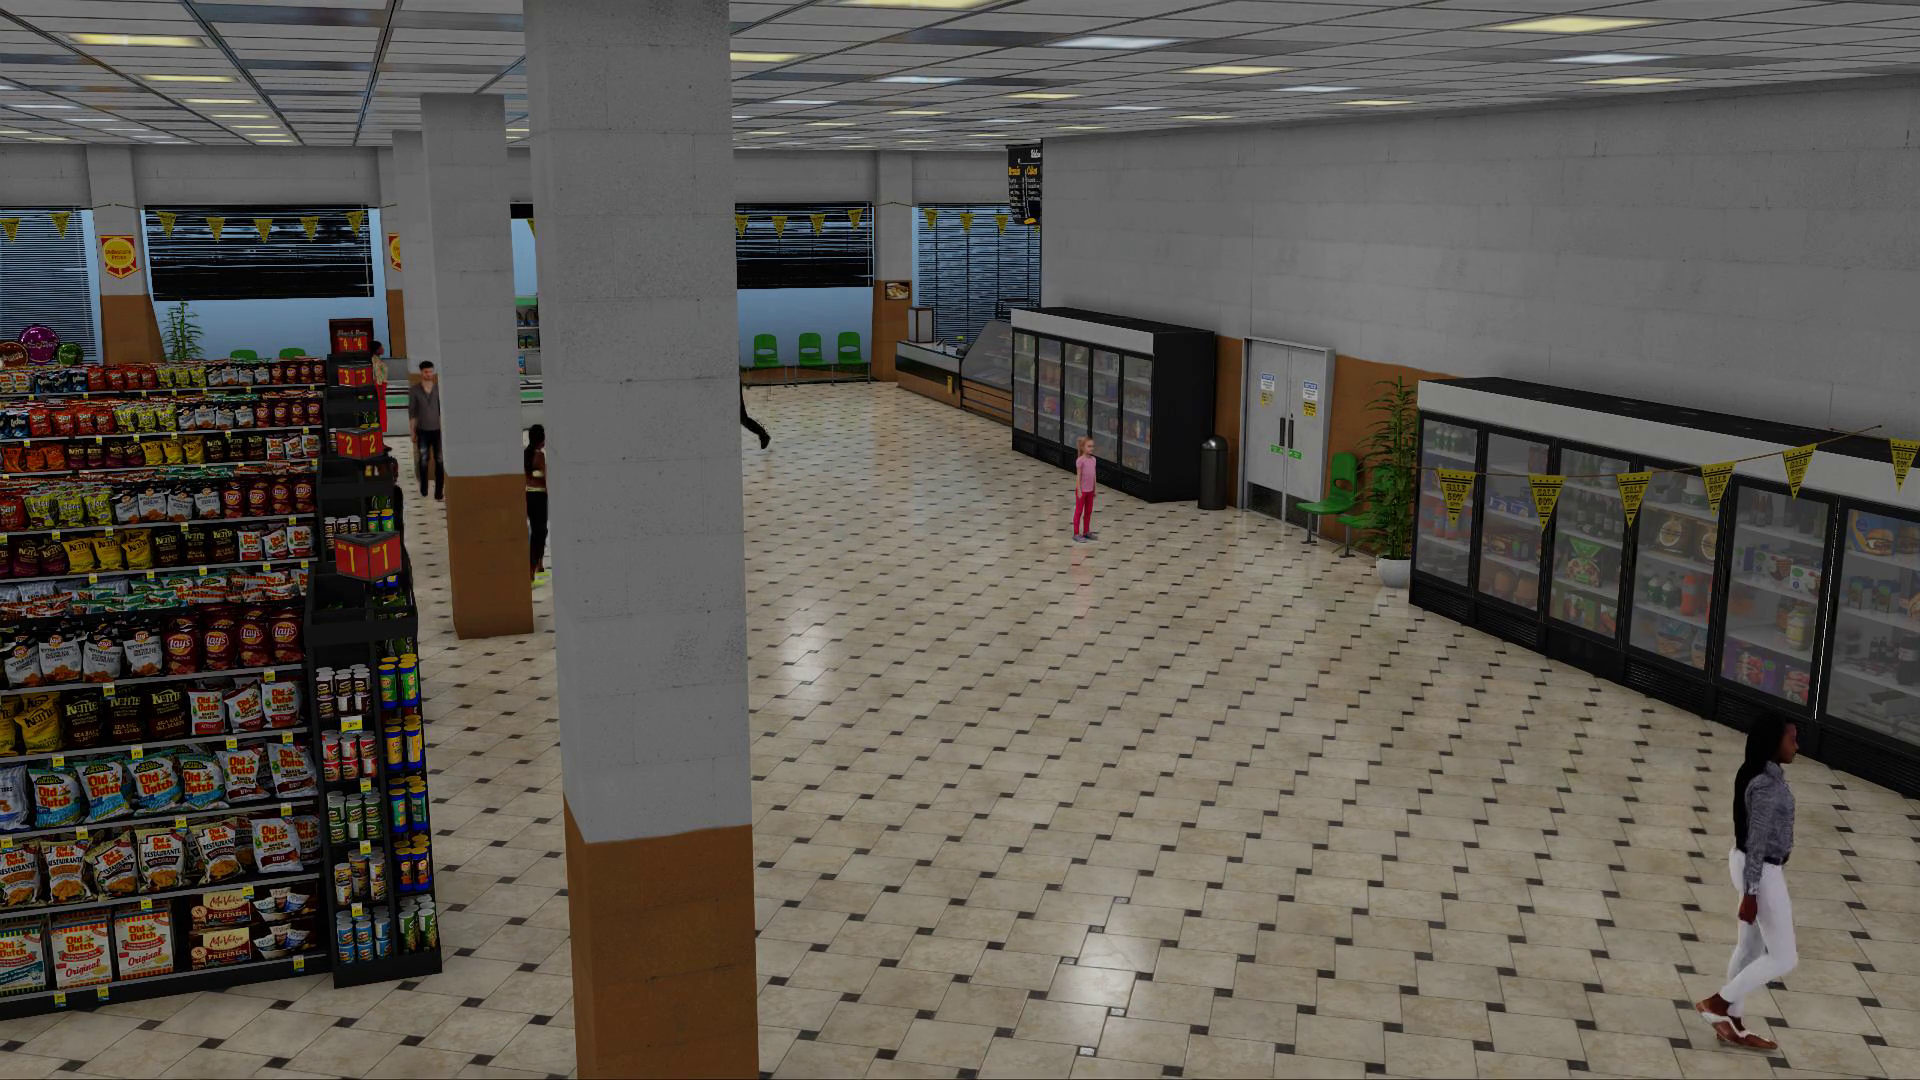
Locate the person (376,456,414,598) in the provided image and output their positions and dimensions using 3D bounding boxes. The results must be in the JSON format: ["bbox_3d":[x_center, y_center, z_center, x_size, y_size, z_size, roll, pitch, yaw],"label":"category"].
[{"bbox_3d":[-5.359,0.111,15.331,0.879,1.791,0.800,9,15,36],"label":"person"}]

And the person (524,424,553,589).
[{"bbox_3d":[-4.556,-0.338,17.594,0.753,1.737,0.820,8,14,33],"label":"person"}]

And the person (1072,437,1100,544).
[{"bbox_3d":[1.504,-0.619,20.062,0.513,1.269,0.605,-11,16,-41],"label":"person"}]

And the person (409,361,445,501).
[{"bbox_3d":[-7.251,-1.506,22.760,0.636,1.894,0.775,-5,13,-23],"label":"person"}]

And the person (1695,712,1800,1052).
[{"bbox_3d":[3.799,1.668,8.119,0.817,1.715,0.757,6,13,26],"label":"person"}]

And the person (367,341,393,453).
[{"bbox_3d":[-9.426,-2.337,26.952,0.565,1.793,0.632,-6,13,-27],"label":"person"}]
